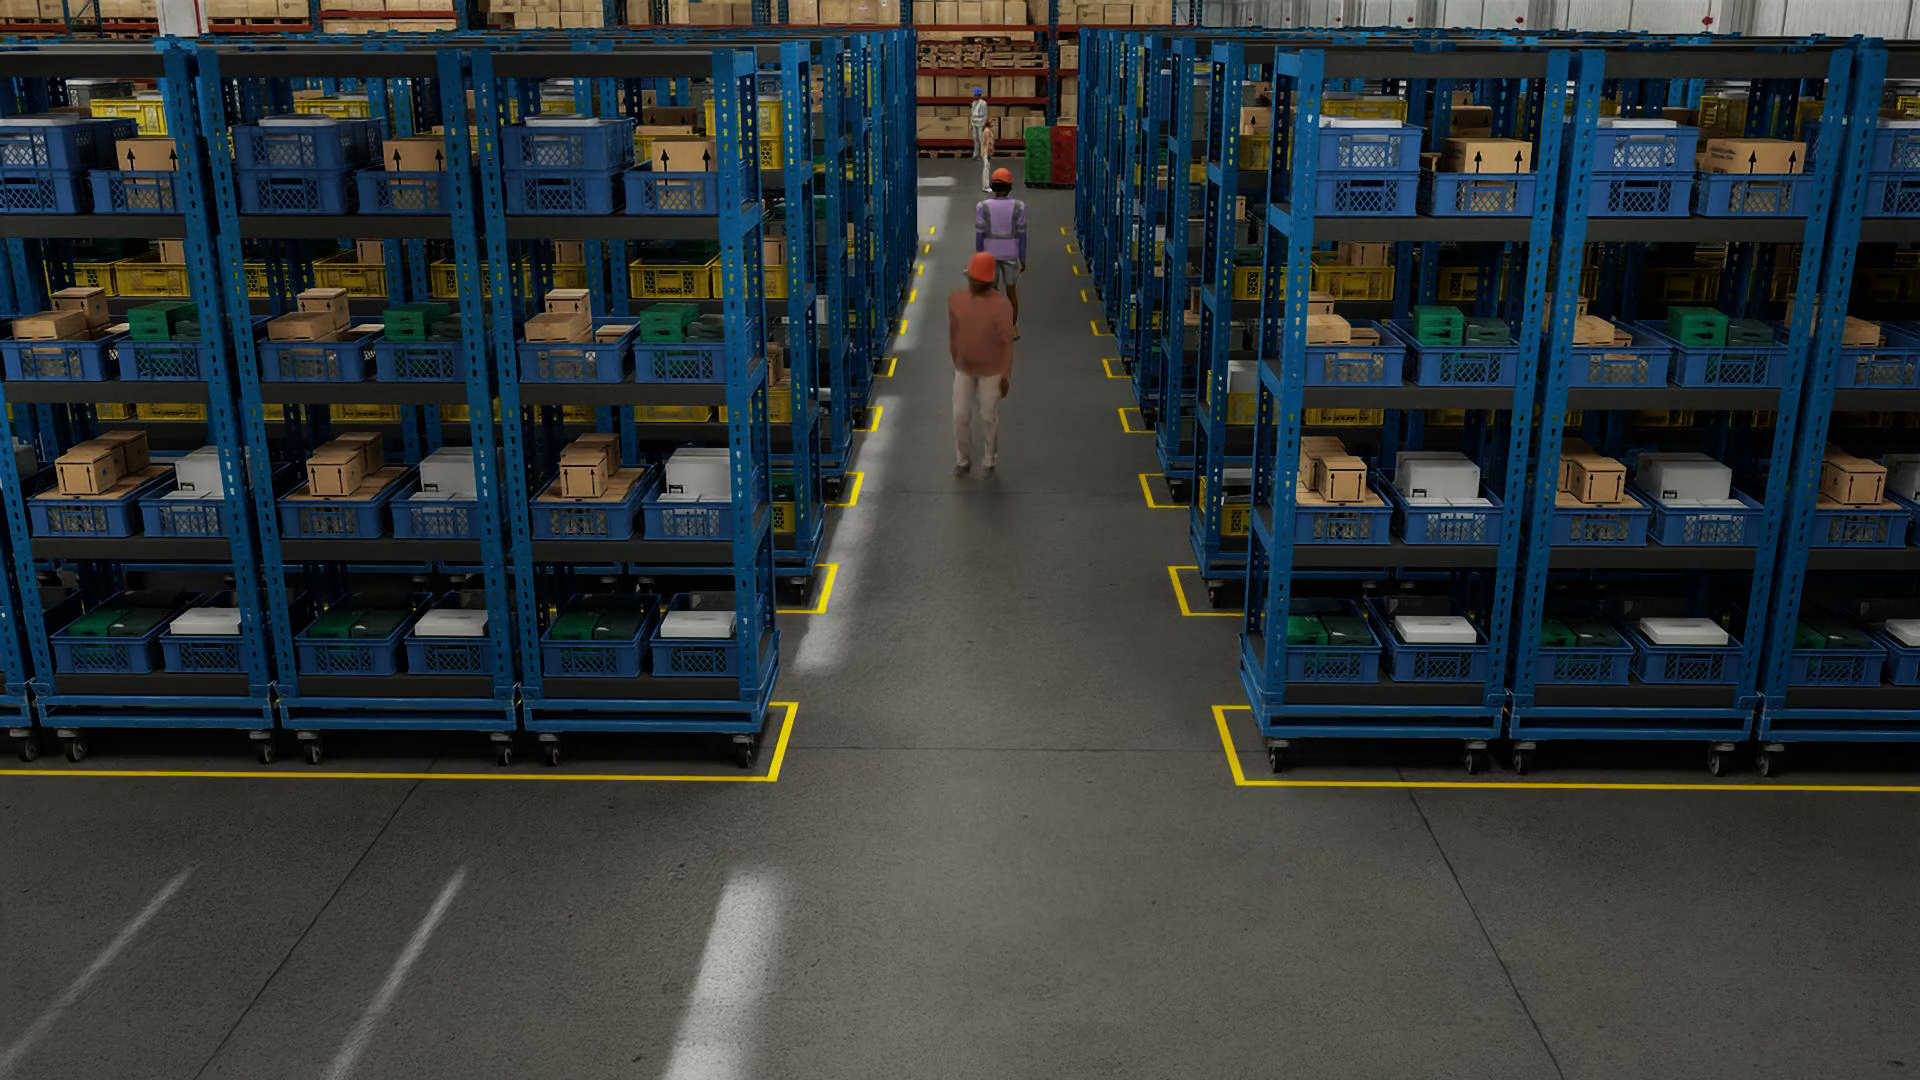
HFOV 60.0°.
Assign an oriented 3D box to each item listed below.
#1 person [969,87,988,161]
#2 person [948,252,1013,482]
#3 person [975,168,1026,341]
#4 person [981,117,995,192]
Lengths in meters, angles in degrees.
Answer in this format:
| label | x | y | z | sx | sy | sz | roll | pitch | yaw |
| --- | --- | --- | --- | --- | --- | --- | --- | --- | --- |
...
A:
| label | x | y | z | sx | sy | sz | roll | pitch | yaw |
| --- | --- | --- | --- | --- | --- | --- | --- | --- | --- |
| person | 0.502 | -11.252 | 45.029 | 0.402 | 1.949 | 0.605 | -12 | 21 | -34 |
| person | 0.175 | -1.409 | 13.651 | 0.635 | 1.946 | 0.637 | 8 | 19 | 23 |
| person | 0.483 | -3.392 | 19.835 | 0.609 | 2.036 | 0.402 | 0 | 17 | 0 |
| person | 0.630 | -8.591 | 37.061 | 0.311 | 1.636 | 0.521 | 0 | 17 | -1 |
